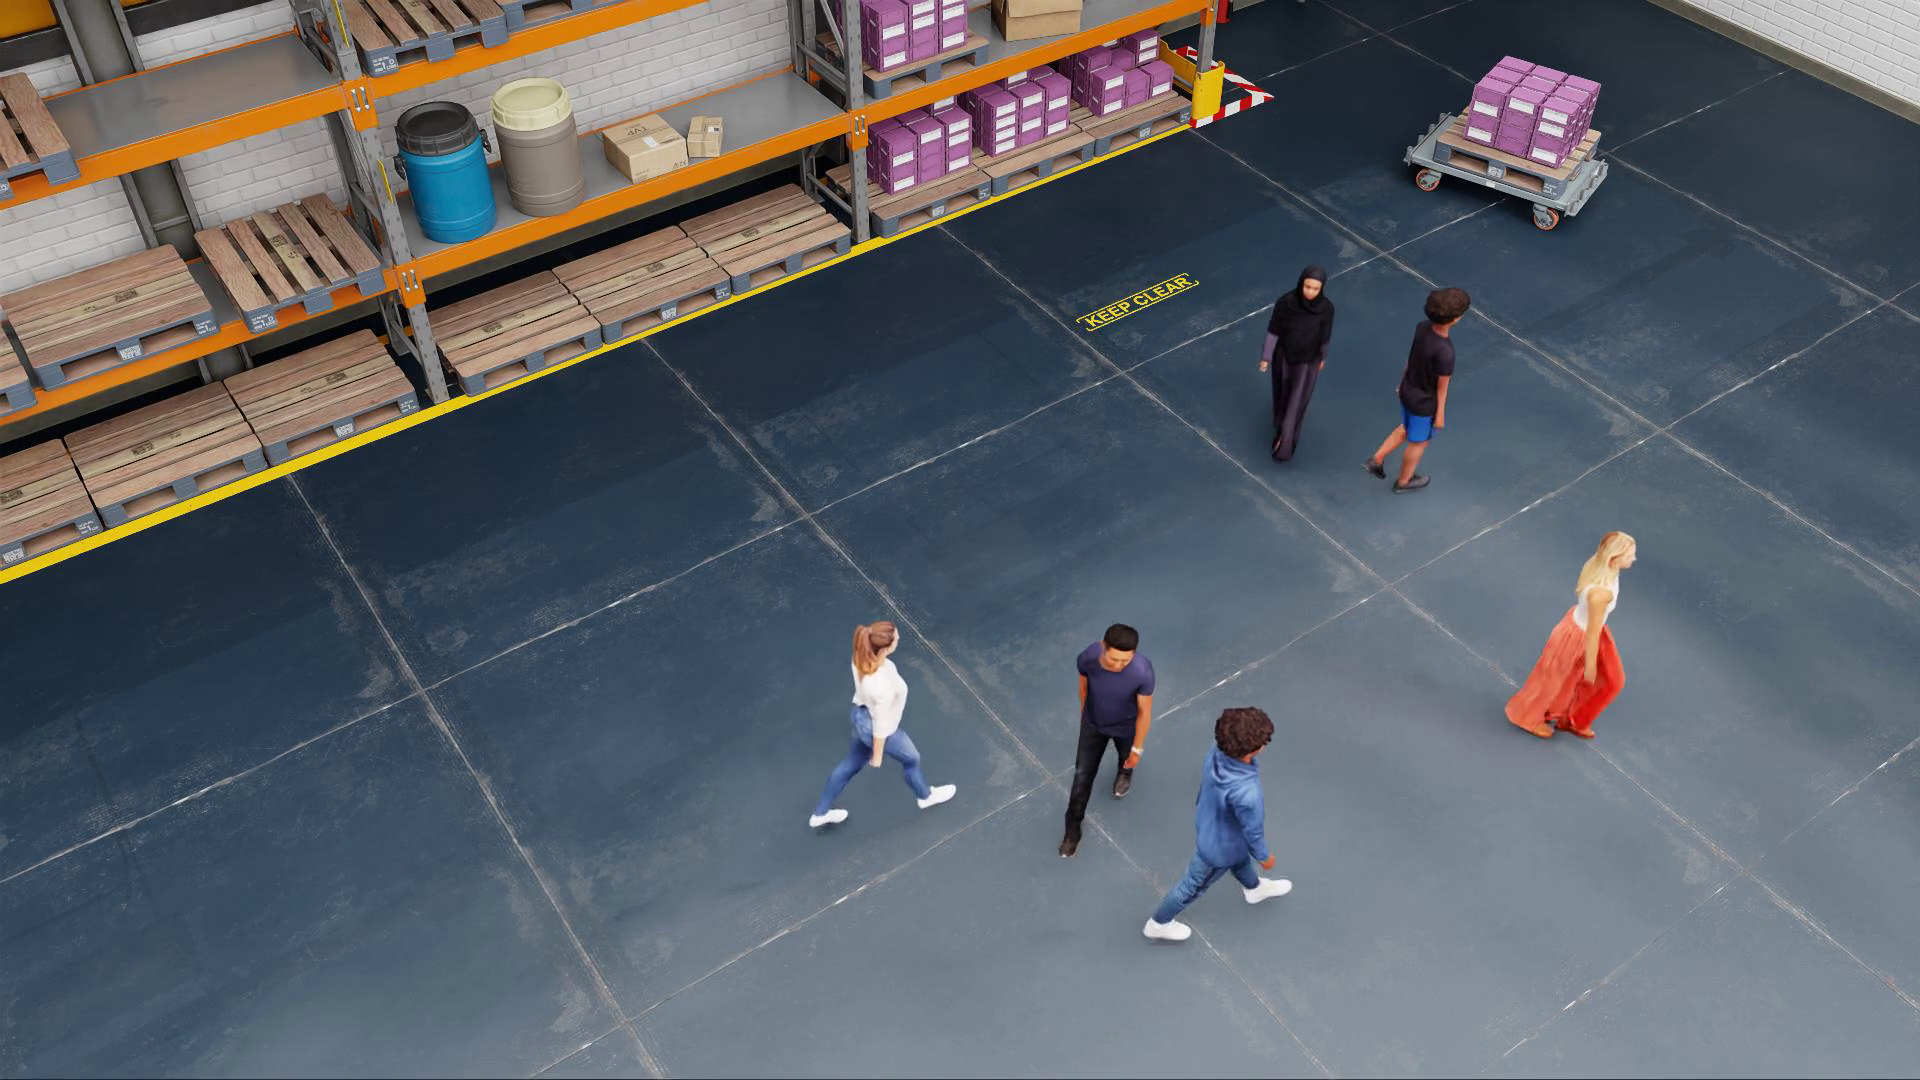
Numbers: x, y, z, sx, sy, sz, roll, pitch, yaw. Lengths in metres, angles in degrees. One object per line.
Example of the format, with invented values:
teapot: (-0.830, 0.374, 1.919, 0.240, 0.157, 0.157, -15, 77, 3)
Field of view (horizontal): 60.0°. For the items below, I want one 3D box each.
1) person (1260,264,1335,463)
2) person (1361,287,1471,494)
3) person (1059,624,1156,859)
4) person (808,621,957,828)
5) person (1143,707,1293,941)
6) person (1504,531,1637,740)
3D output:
person: (2.541, -1.436, 12.486, 1.048, 1.603, 1.209, 15, 46, 15)
person: (3.227, -1.016, 11.915, 0.888, 1.782, 0.769, -10, 44, -10)
person: (0.937, 1.025, 9.809, 1.049, 1.733, 1.191, 14, 45, 14)
person: (-0.577, 1.139, 9.732, 1.194, 1.673, 0.740, -18, 47, -18)
person: (1.372, 1.626, 9.155, 1.270, 1.764, 1.038, -5, 44, -5)
person: (3.712, 0.582, 10.235, 0.908, 1.786, 0.909, 21, 48, 21)
